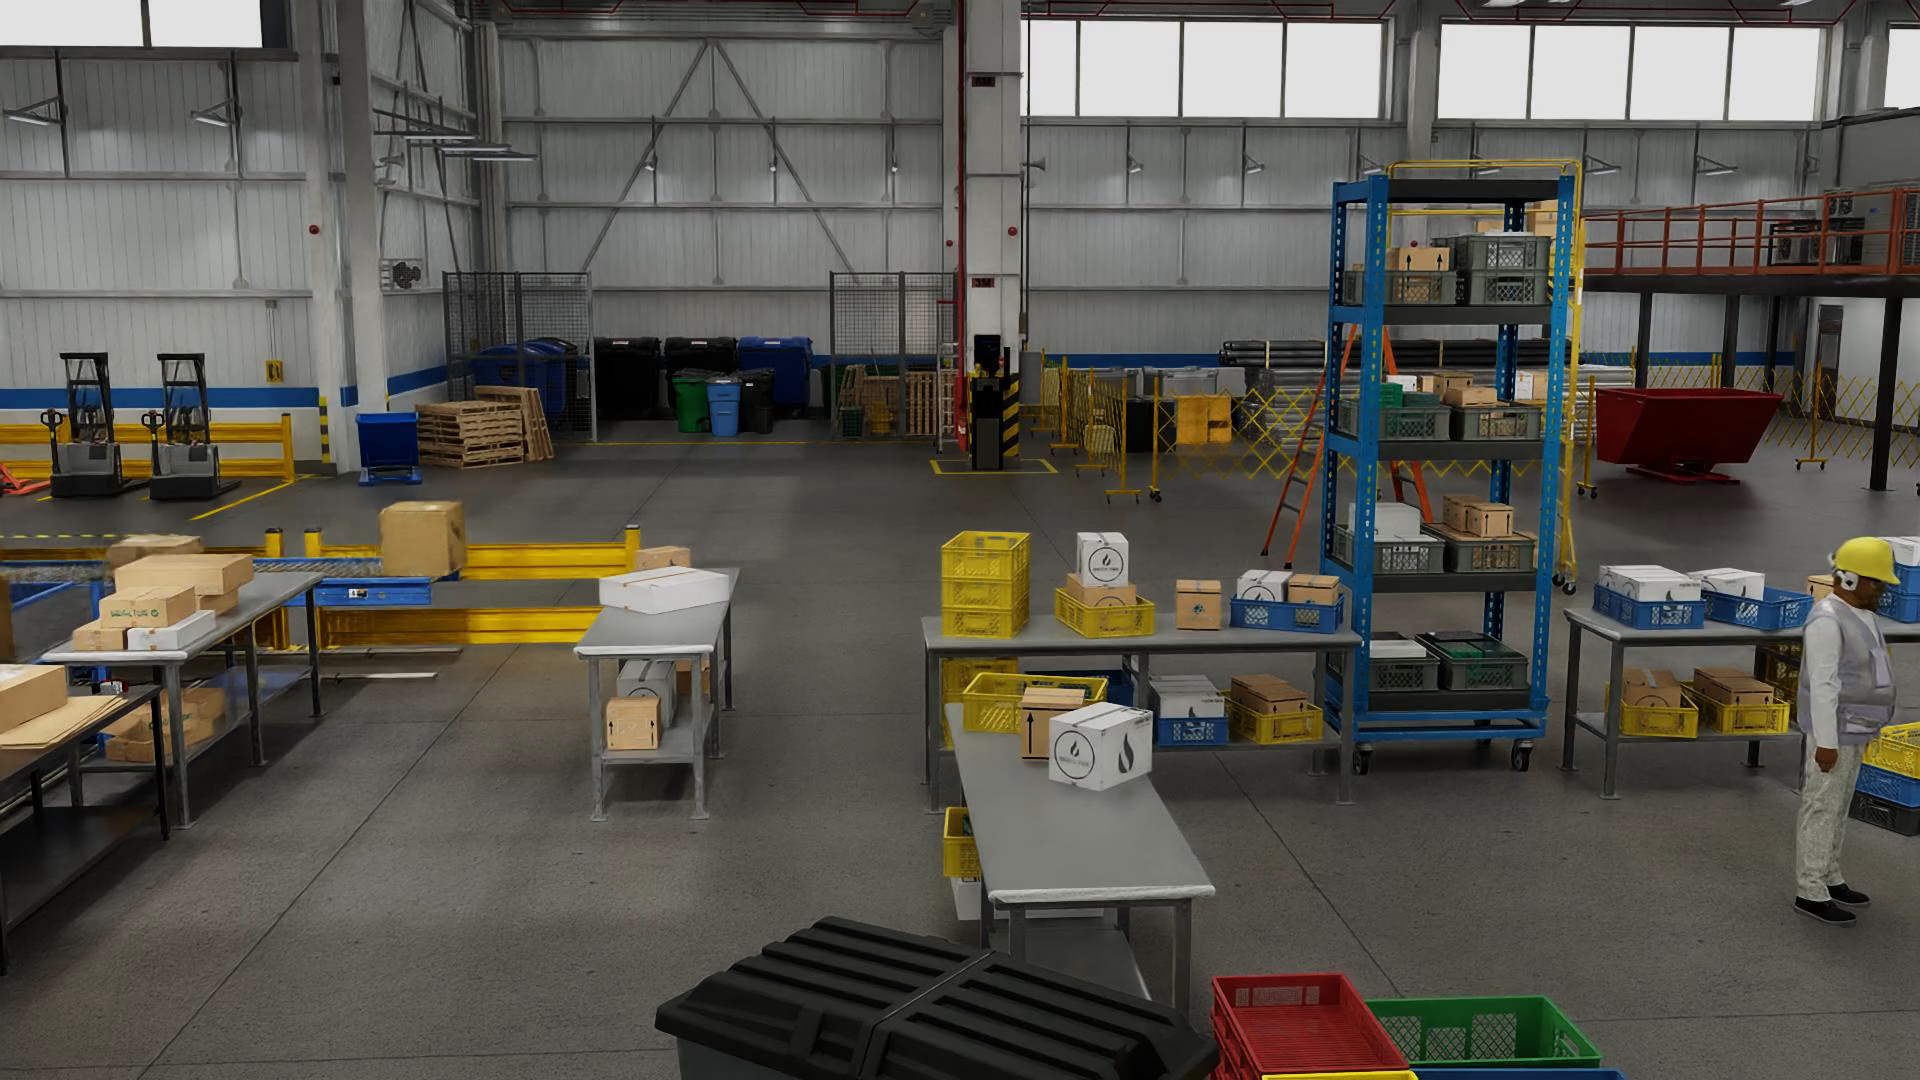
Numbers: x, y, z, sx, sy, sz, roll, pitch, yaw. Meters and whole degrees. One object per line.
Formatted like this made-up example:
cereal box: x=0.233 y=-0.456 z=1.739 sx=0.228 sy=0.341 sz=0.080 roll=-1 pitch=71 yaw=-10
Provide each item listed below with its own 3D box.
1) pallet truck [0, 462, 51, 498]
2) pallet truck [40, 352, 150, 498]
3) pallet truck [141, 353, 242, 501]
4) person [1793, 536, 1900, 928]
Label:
pallet truck: x=-13.193 y=-1.293 z=23.148 sx=0.653 sy=1.274 sz=1.630 roll=-1 pitch=9 yaw=-4
pallet truck: x=-11.907 y=-1.642 z=23.165 sx=0.823 sy=1.965 sz=1.885 roll=0 pitch=9 yaw=0
pallet truck: x=-10.520 y=-1.604 z=22.925 sx=0.823 sy=1.965 sz=1.885 roll=-1 pitch=9 yaw=-6
person: x=4.169 y=0.883 z=7.845 sx=0.404 sy=1.827 sz=0.586 roll=8 pitch=12 yaw=41
